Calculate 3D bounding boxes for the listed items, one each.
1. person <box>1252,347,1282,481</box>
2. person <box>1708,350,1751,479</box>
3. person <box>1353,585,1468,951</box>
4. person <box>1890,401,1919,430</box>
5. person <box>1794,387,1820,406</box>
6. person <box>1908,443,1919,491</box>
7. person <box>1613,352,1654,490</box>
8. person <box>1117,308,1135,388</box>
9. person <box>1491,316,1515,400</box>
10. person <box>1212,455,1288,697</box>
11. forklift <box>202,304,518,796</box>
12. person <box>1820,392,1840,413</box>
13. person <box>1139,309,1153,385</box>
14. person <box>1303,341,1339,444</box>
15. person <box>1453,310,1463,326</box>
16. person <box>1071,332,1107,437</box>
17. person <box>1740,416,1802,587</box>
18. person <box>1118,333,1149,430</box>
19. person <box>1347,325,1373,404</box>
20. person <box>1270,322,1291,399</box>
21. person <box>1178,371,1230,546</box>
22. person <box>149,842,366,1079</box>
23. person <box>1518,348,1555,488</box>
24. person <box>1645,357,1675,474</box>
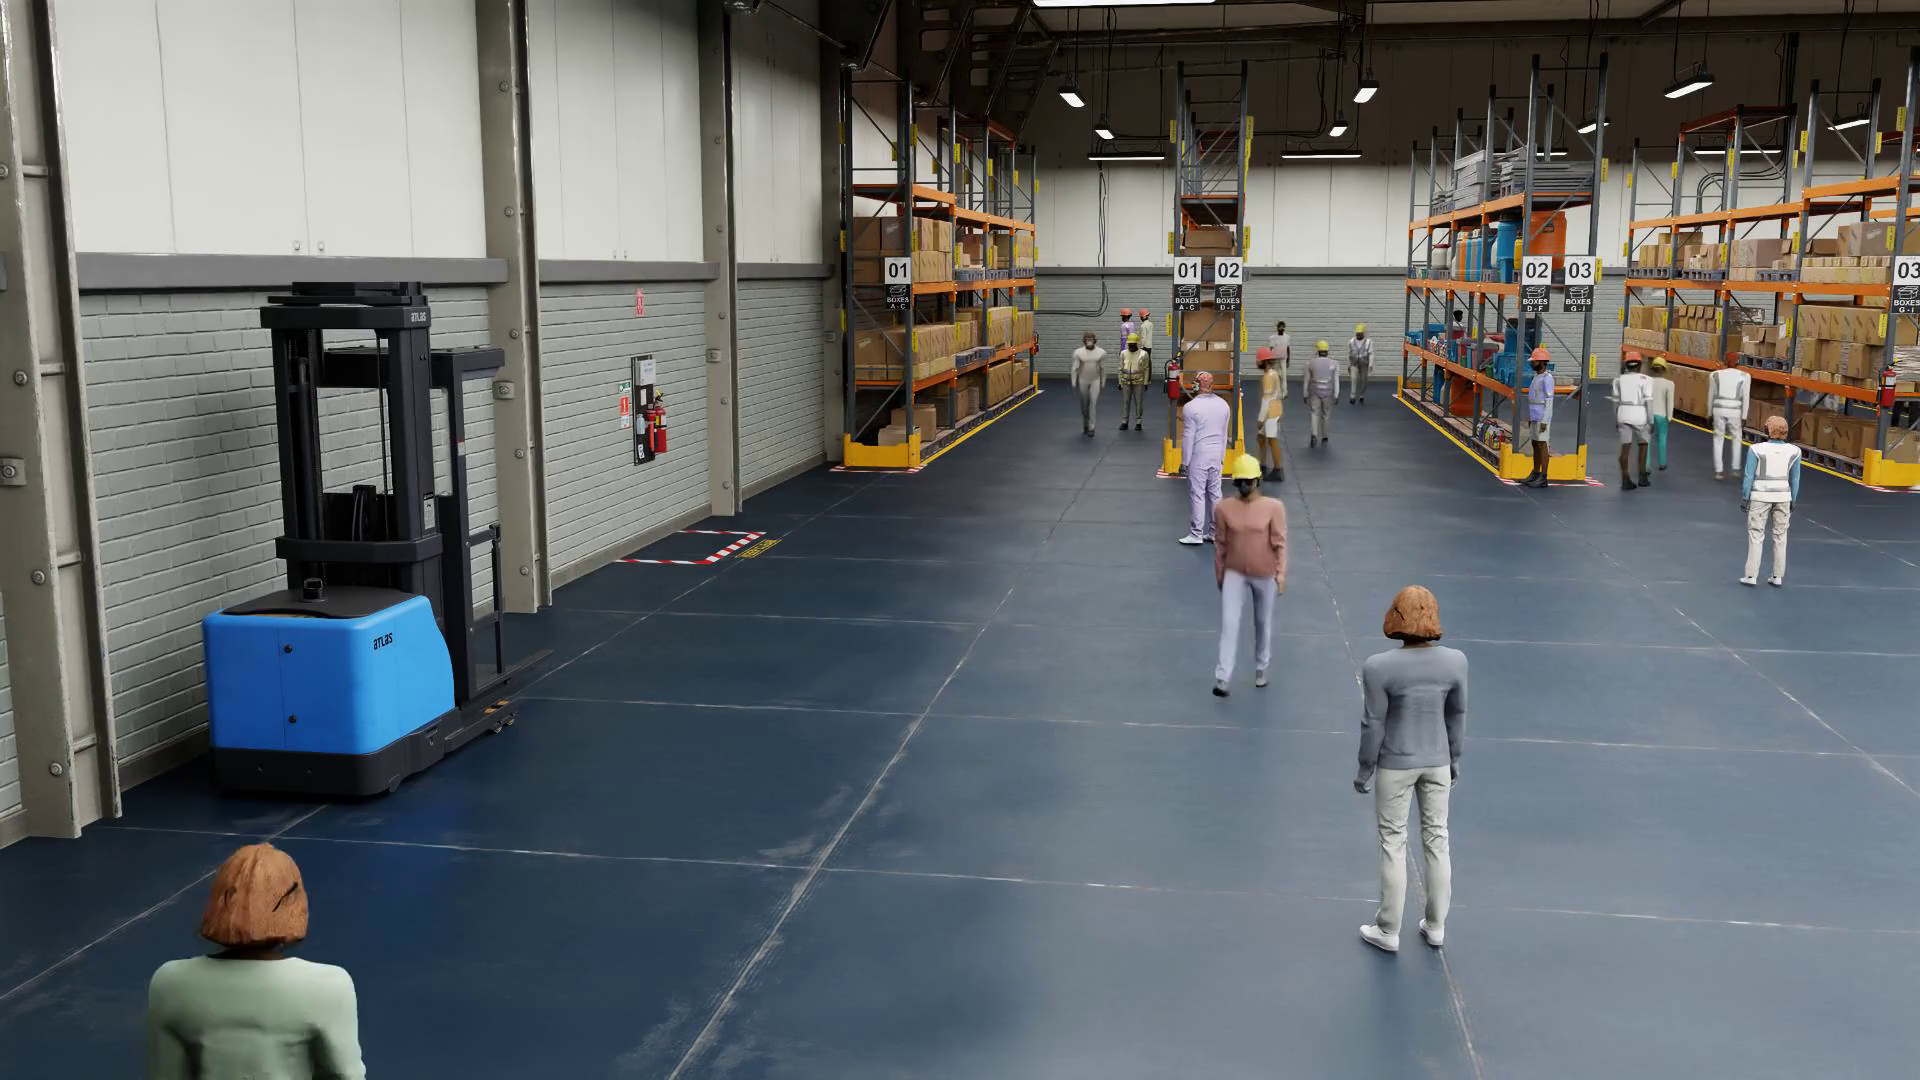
[{"bbox_3d":[4.363,-1.806,23.935,0.708,1.907,0.585,2,10,15],"label":"person"},{"bbox_3d":[11.223,-1.839,24.271,0.575,1.852,0.824,6,11,33],"label":"person"},{"bbox_3d":[1.998,1.009,7.389,0.498,1.634,0.279,-2,9,-11],"label":"person"},{"bbox_3d":[16.987,-2.742,29.803,0.615,1.874,0.966,3,10,20],"label":"person"},{"bbox_3d":[17.111,-3.383,33.726,0.656,1.898,0.933,-6,11,-33],"label":"person"},{"bbox_3d":[13.247,-1.603,22.678,0.661,1.904,0.585,5,10,27],"label":"person"},{"bbox_3d":[9.355,-1.652,23.023,0.632,1.884,0.724,9,13,42],"label":"person"},{"bbox_3d":[4.259,-4.929,42.760,0.376,2.043,0.609,5,11,29],"label":"person"},{"bbox_3d":[12.781,-4.256,38.884,0.624,1.939,1.006,-5,11,-30],"label":"person"},{"bbox_3d":[2.052,0.252,11.819,0.541,1.717,0.923,3,10,18],"label":"person"},{"bbox_3d":[-3.673,-0.038,10.147,1.129,2.768,1.873,1,9,9],"label":"forklift"},{"bbox_3d":[17.718,-3.266,33.756,0.539,1.625,0.378,-1,9,-8],"label":"person"},{"bbox_3d":[4.911,-5.127,44.153,0.387,1.988,0.608,5,10,27],"label":"person"},{"bbox_3d":[6.280,-2.562,28.919,0.608,1.802,0.833,2,9,12],"label":"person"},{"bbox_3d":[13.295,-5.186,44.578,0.361,1.964,0.614,-4,10,-21],"label":"person"},{"bbox_3d":[2.376,-2.887,30.620,0.645,1.904,0.969,1,9,5],"label":"person"},{"bbox_3d":[7.752,-0.370,15.910,0.519,1.633,0.311,1,9,4],"label":"person"},{"bbox_3d":[3.279,-3.005,31.545,0.599,1.827,0.403,4,10,21],"label":"person"},{"bbox_3d":[9.063,-3.977,37.684,0.602,1.782,0.928,3,10,20],"label":"person"},{"bbox_3d":[7.524,-4.227,39.129,0.525,1.810,1.007,0,9,-1],"label":"person"},{"bbox_3d":[2.660,-0.901,18.332,0.639,1.911,0.402,-6,11,-33],"label":"person"},{"bbox_3d":[-1.725,1.545,4.125,0.523,1.617,0.397,0,9,-1],"label":"person"},{"bbox_3d":[8.072,-1.710,23.225,0.365,1.939,0.542,0,9,-1],"label":"person"},{"bbox_3d":[10.356,-1.849,24.748,0.514,1.712,0.886,6,11,31],"label":"person"}]
